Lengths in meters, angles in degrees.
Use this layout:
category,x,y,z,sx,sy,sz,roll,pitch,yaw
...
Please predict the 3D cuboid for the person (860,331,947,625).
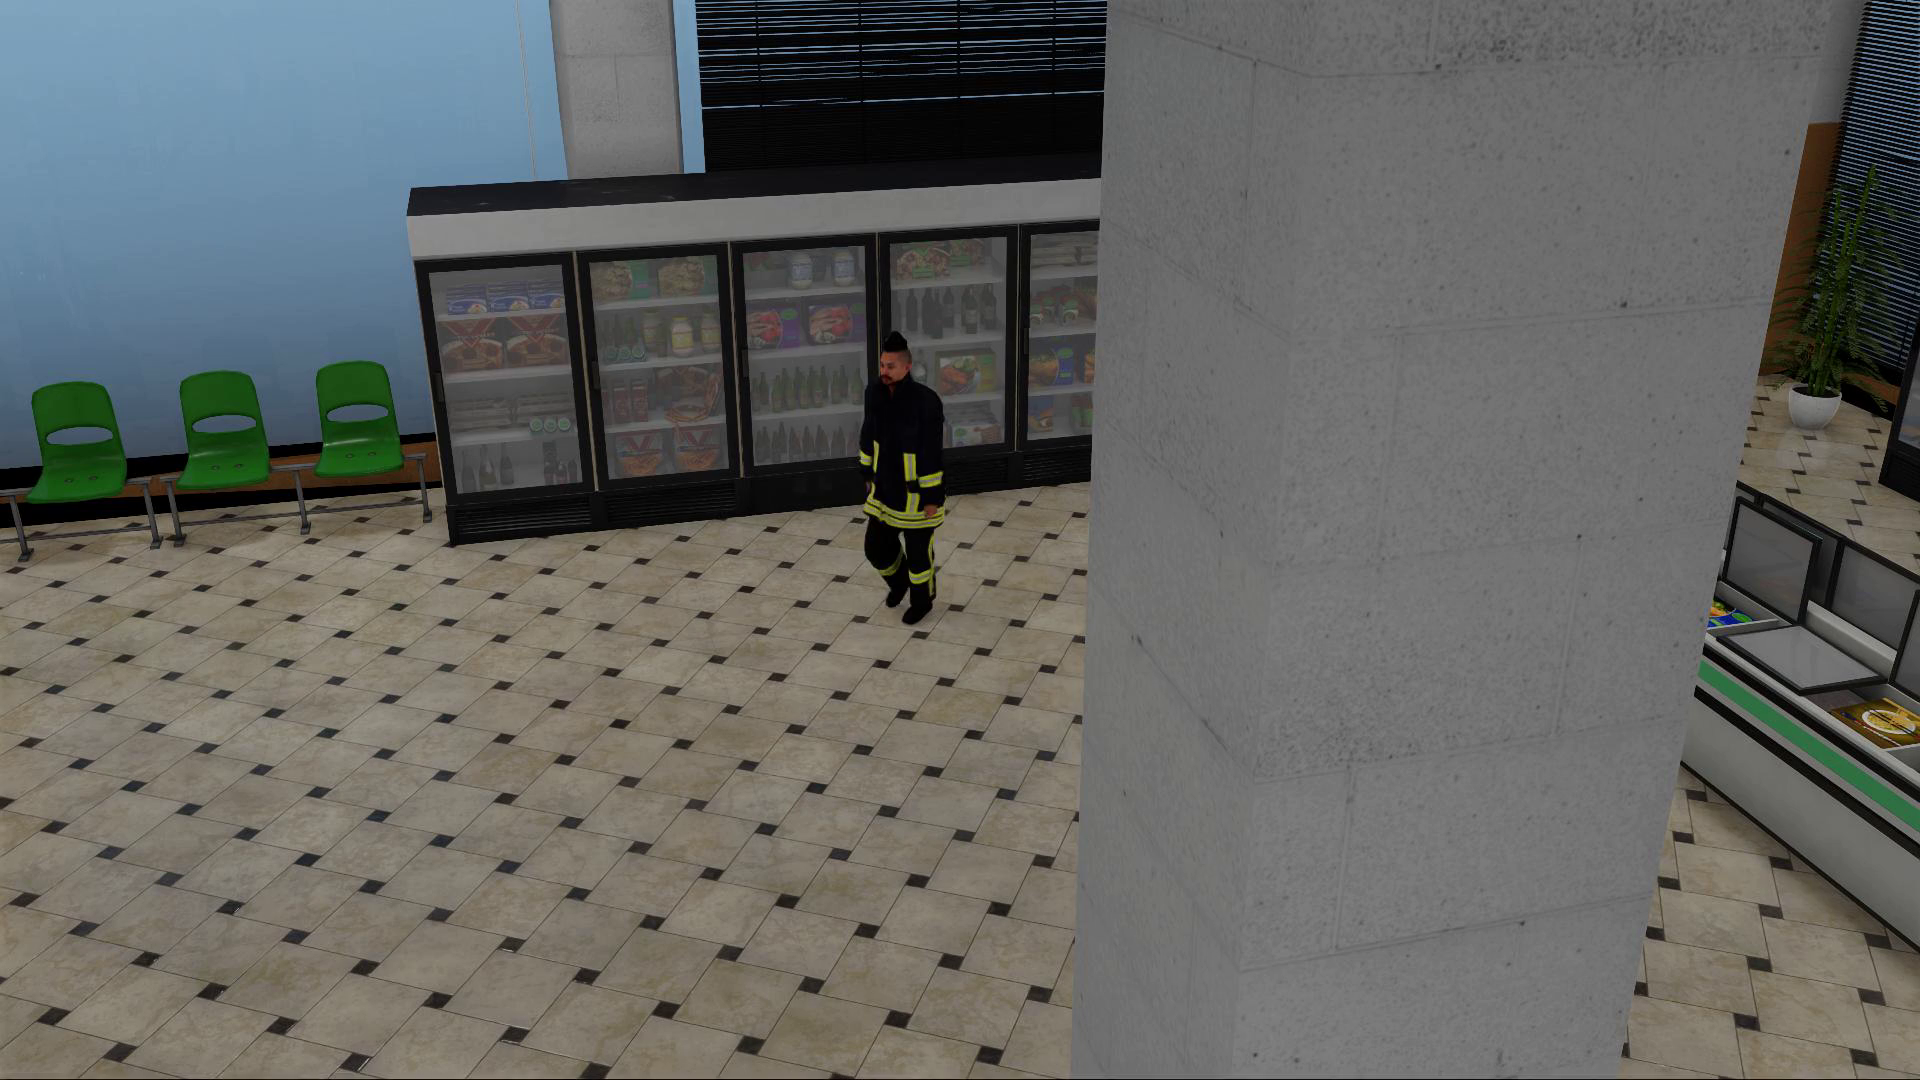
category,x,y,z,sx,sy,sz,roll,pitch,yaw
person,-0.285,-0.398,10.211,0.938,1.846,0.994,12,26,25
